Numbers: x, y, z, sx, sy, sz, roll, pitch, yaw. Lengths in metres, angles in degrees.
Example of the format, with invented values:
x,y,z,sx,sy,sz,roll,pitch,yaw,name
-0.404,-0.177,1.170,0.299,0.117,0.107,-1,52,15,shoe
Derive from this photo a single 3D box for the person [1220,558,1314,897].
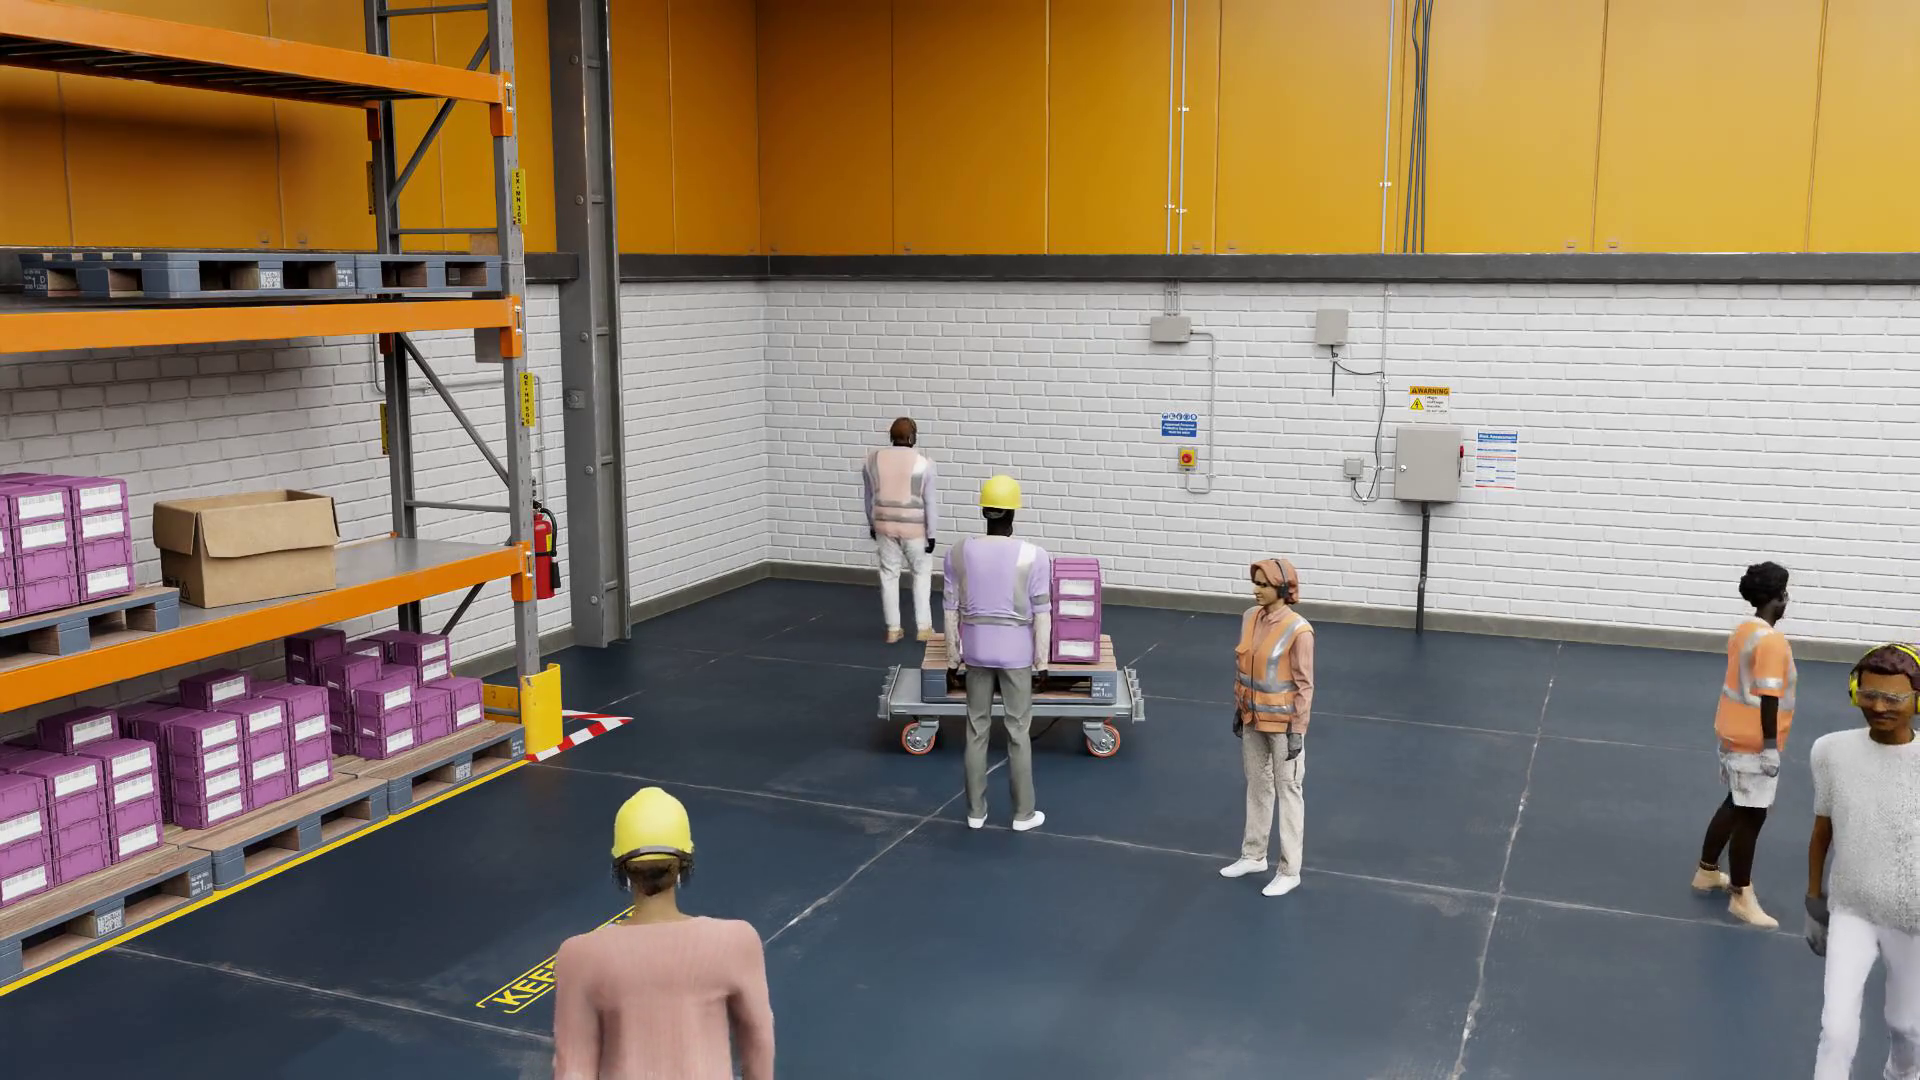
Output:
x,y,z,sx,sy,sz,roll,pitch,yaw,name
1.512,0.894,8.076,0.309,1.641,0.515,-5,11,-29,person

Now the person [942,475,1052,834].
x,y,z,sx,sy,sz,roll,pitch,yaw,name
0.203,0.613,8.911,0.588,1.928,0.384,3,10,16,person

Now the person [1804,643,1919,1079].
x,y,z,sx,sy,sz,roll,pitch,yaw,name
3.054,1.228,5.492,0.514,1.830,0.938,6,11,34,person

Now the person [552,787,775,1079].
x,y,z,sx,sy,sz,roll,pitch,yaw,name
-0.751,1.475,4.299,0.539,1.728,0.864,-1,9,-5,person

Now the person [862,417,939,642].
x,y,z,sx,sy,sz,roll,pitch,yaw,name
-0.468,-0.076,13.374,0.646,1.833,0.492,2,10,13,person

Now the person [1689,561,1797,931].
x,y,z,sx,sy,sz,roll,pitch,yaw,name
3.666,0.936,7.736,0.348,1.675,0.621,3,10,15,person
